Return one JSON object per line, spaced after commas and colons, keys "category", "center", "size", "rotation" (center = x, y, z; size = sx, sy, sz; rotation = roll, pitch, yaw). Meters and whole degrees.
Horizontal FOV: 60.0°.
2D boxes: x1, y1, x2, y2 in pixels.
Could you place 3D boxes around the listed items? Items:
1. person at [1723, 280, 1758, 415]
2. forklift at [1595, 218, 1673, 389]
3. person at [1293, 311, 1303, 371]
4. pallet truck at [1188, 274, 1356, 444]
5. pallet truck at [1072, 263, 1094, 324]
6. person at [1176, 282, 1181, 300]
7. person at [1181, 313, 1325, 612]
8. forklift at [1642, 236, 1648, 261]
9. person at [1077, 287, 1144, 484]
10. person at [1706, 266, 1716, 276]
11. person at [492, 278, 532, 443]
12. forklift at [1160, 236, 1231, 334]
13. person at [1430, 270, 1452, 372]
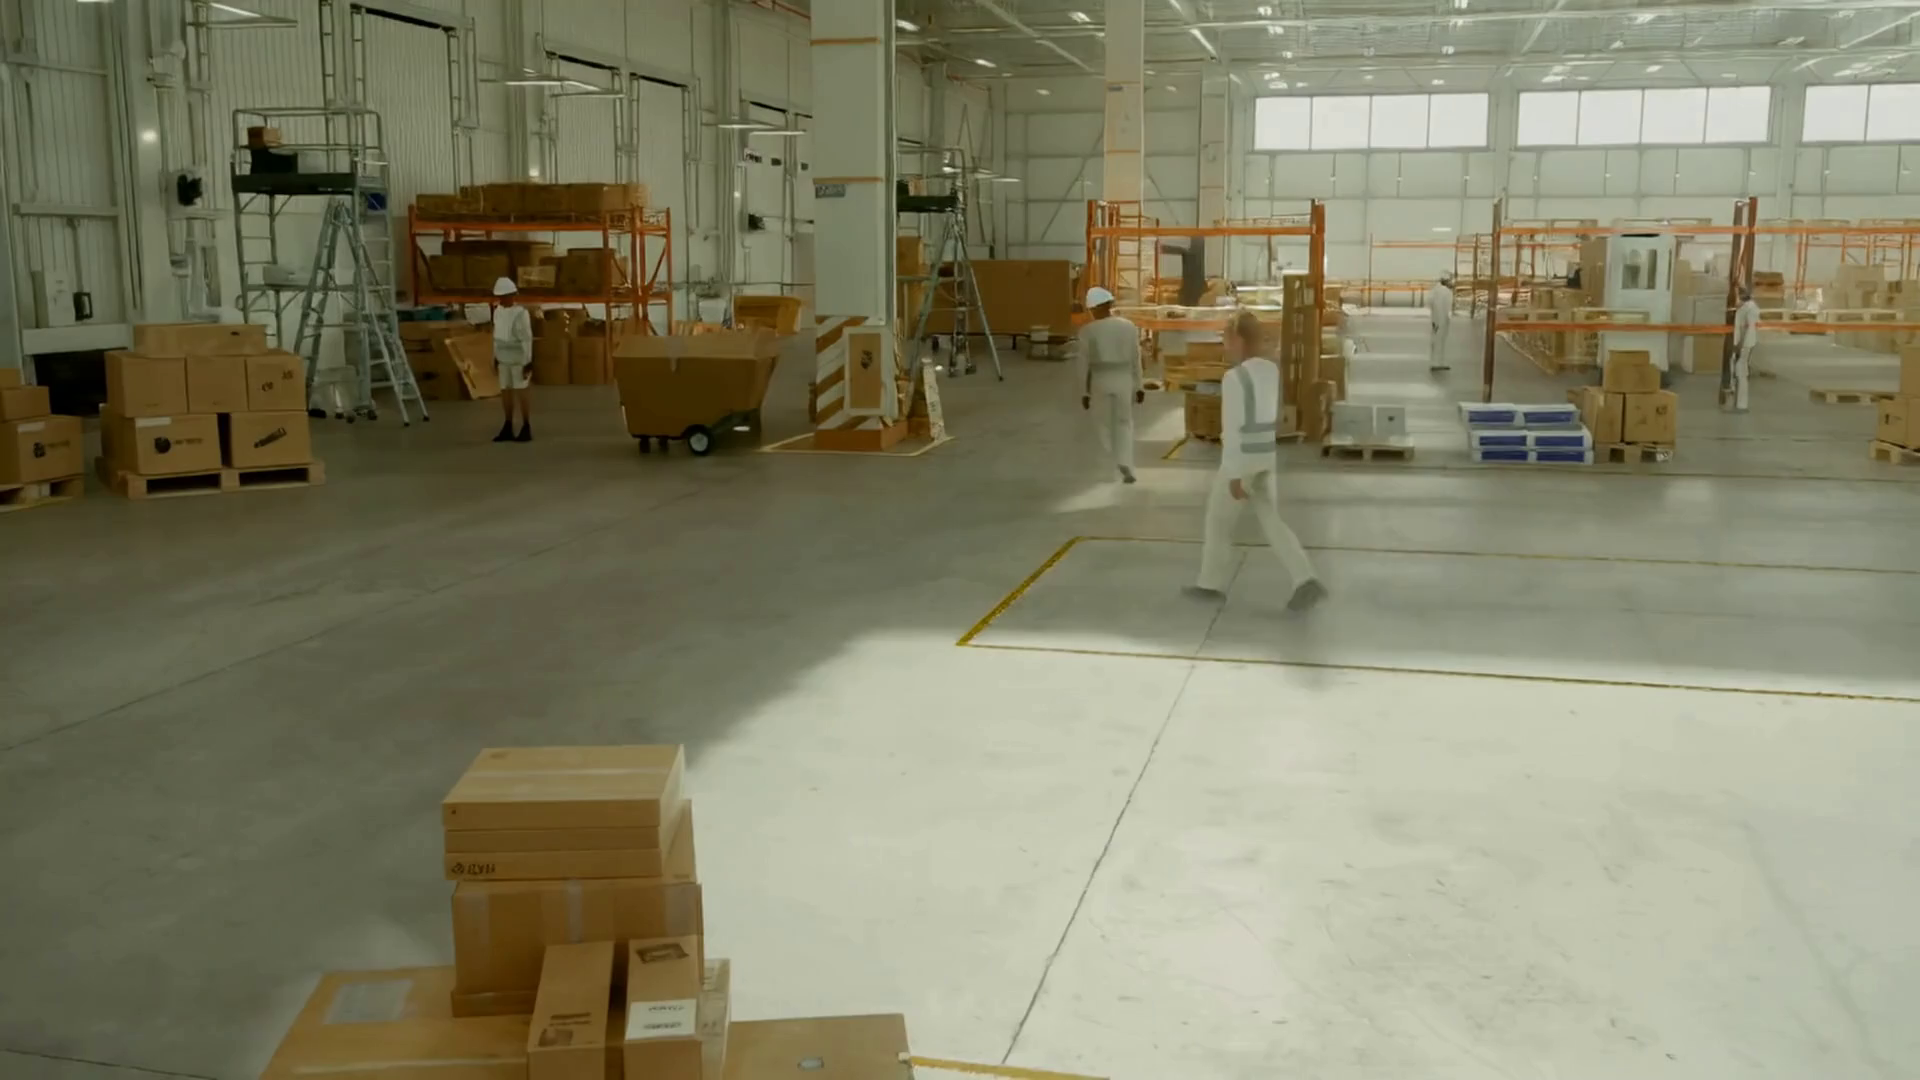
{"category": "person", "center": [10.826, -2.653, 23.015], "size": [0.329, 1.865, 0.515], "rotation": [8, 12, 38]}
{"category": "forklift", "center": [11.304, -3.967, 27.763], "size": [1.129, 2.768, 1.873], "rotation": [4, 10, 21]}
{"category": "person", "center": [6.624, -4.101, 31.923], "size": [0.323, 1.736, 0.488], "rotation": [6, 11, 31]}
{"category": "pallet truck", "center": [3.653, -2.138, 19.590], "size": [1.885, 1.965, 0.823], "rotation": [-4, 10, -20]}
{"category": "pallet truck", "center": [4.325, -8.180, 55.162], "size": [0.823, 1.965, 1.885], "rotation": [6, 11, 31]}
{"category": "person", "center": [7.874, -8.552, 58.335], "size": [0.585, 1.649, 0.852], "rotation": [8, 13, 40]}
{"category": "person", "center": [1.835, -0.475, 10.268], "size": [0.577, 1.848, 0.934], "rotation": [-9, 13, -42]}
{"category": "forklift", "center": [20.818, -7.701, 49.749], "size": [1.129, 2.768, 1.873], "rotation": [-2, 10, -11]}
{"category": "person", "center": [1.436, -1.460, 15.923], "size": [0.646, 1.898, 0.422], "rotation": [0, 10, -2]}
{"category": "person", "center": [22.852, -7.402, 50.805], "size": [0.368, 1.931, 0.631], "rotation": [5, 11, 29]}
{"category": "person", "center": [-5.294, -2.105, 19.572], "size": [0.548, 1.937, 0.379], "rotation": [5, 11, 29]}
{"category": "forklift", "center": [6.655, -7.180, 46.680], "size": [1.873, 2.768, 1.129], "rotation": [2, 10, 14]}
{"category": "person", "center": [9.232, -4.194, 31.873], "size": [0.352, 1.936, 0.635], "rotation": [6, 11, 32]}
